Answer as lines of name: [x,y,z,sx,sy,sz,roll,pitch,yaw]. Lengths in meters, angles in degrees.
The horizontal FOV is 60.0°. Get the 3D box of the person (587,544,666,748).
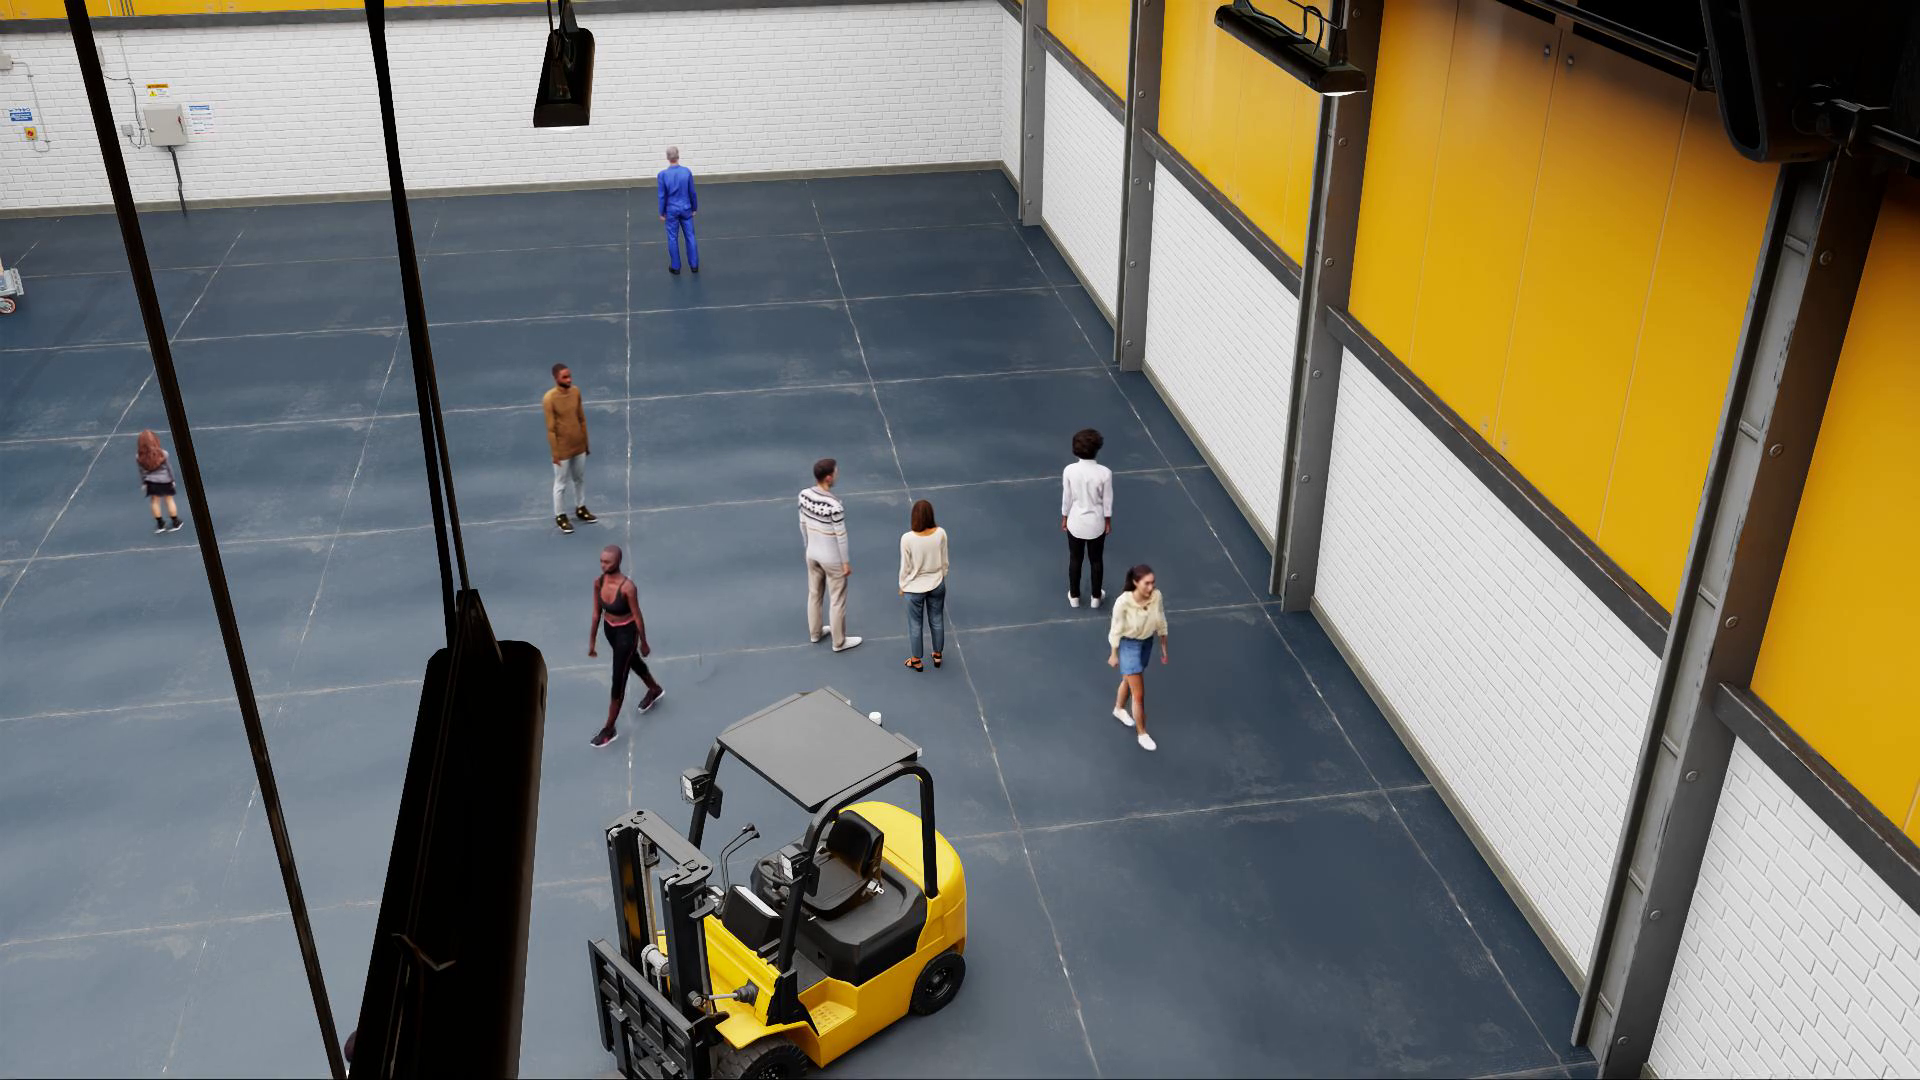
person: [-2.765,0.791,13.945,1.115,1.705,1.221,17,33,28]

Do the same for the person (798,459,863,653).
person: [-1.211,0.132,14.992,0.747,1.860,0.823,21,35,33]

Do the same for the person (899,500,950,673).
person: [-0.315,0.401,14.684,0.656,1.683,0.603,-11,30,-19]

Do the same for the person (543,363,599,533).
person: [-4.037,-0.972,17.066,0.745,1.812,0.704,23,36,35]

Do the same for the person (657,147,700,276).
person: [-4.058,-4.750,23.977,0.765,1.825,0.631,-11,30,-19]

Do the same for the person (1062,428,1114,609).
person: [1.194,-0.196,15.649,0.688,1.807,0.657,4,29,7]

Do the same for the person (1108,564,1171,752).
person: [1.421,0.887,13.877,0.850,1.601,1.033,-16,33,-27]

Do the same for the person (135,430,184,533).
person: [-8.282,-0.623,17.166,0.480,1.103,0.459,-7,29,-12]
